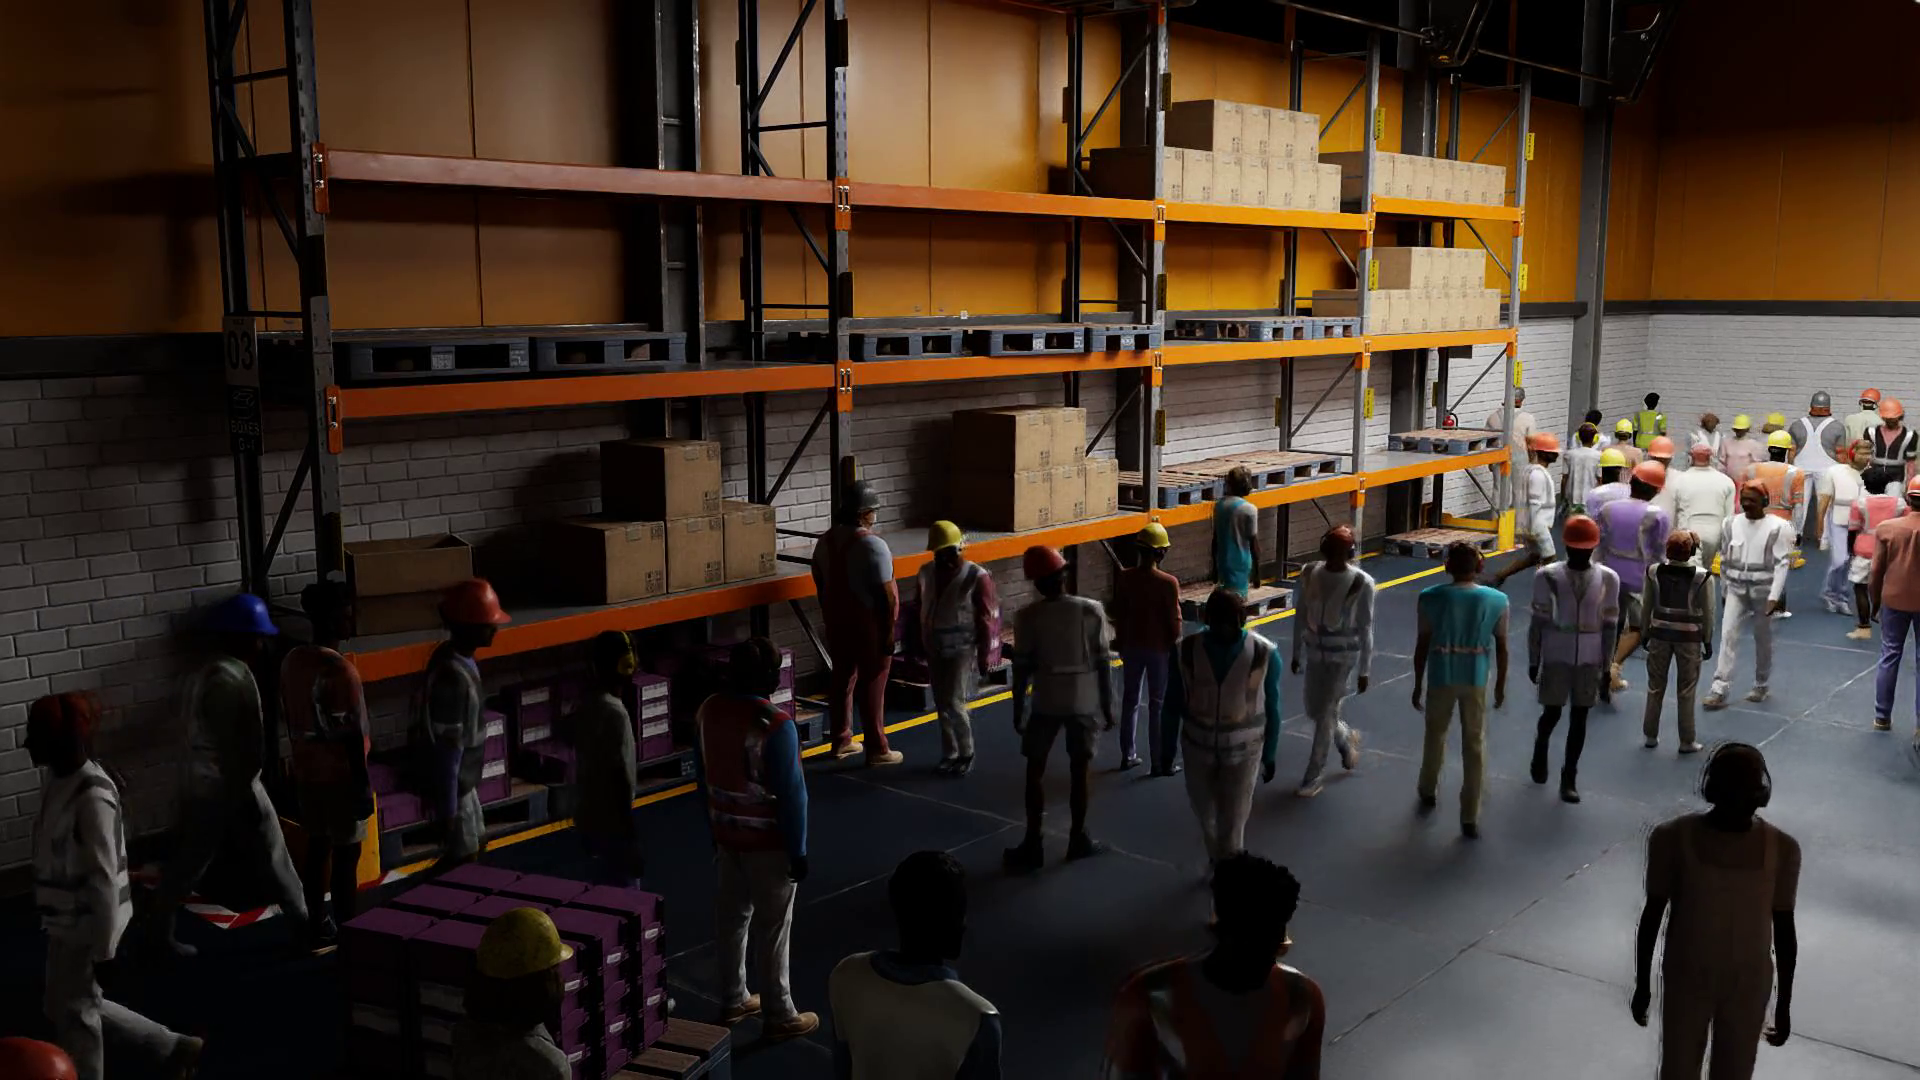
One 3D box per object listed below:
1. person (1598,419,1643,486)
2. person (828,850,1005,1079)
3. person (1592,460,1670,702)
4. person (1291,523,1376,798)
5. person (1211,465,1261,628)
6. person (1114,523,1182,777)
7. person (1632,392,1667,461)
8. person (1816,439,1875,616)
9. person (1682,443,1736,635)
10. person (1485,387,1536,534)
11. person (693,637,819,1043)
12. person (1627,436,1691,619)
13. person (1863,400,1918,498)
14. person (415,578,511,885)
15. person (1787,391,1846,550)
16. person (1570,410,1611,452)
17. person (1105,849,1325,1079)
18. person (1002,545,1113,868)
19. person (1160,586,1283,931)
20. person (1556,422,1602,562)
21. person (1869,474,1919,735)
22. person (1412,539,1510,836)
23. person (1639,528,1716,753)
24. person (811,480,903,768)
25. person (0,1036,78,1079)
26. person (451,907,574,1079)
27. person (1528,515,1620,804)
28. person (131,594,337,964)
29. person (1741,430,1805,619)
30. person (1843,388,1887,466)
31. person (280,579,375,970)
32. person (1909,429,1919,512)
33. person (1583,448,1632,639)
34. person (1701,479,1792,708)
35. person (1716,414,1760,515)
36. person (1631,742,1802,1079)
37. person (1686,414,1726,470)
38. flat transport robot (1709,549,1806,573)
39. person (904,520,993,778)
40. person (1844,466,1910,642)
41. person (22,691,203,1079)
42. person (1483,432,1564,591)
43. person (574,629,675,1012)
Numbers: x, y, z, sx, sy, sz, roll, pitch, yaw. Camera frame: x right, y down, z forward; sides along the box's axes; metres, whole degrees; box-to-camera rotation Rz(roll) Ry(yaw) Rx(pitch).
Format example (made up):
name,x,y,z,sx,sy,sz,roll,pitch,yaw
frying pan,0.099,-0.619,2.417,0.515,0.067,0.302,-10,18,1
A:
name,x,y,z,sx,sy,sz,roll,pitch,yaw
person,8.030,-0.585,20.221,0.533,1.772,0.298,7,12,40
person,-0.107,1.775,4.518,0.596,1.918,0.380,7,12,40
person,5.395,0.342,13.544,0.762,1.998,0.649,-6,11,-35
person,2.530,0.780,11.186,0.617,1.852,0.739,8,12,43
person,2.370,0.244,14.734,0.800,1.820,0.514,-5,10,-32
person,1.321,0.757,11.579,0.533,1.768,0.310,7,12,40
person,10.846,-1.472,26.178,0.540,1.696,0.315,7,12,40
person,9.091,-0.126,17.037,0.625,1.833,0.431,0,9,-2
person,7.238,-0.015,16.295,0.654,1.859,1.015,1,9,7
person,7.551,-1.107,22.716,0.688,2.000,0.539,7,12,40
person,-0.912,1.344,7.547,0.633,1.842,0.429,7,12,40
person,6.833,-0.061,16.331,0.596,1.945,1.069,4,10,23
person,11.489,-0.751,20.639,0.614,1.972,1.083,7,11,37
person,-2.495,1.173,8.114,0.657,2.012,0.641,-2,9,-14
person,11.017,-0.899,21.378,0.688,2.000,0.539,7,12,40
person,8.644,-0.947,22.845,0.538,1.681,0.571,5,10,28
person,0.689,1.771,4.531,0.646,1.936,0.510,-3,9,-17
person,0.566,0.982,9.744,0.673,1.898,0.513,0,9,2
person,1.427,1.124,9.095,0.636,1.809,0.907,3,9,18
person,6.993,-0.384,18.693,0.566,1.856,0.396,7,11,39
person,7.238,0.482,12.613,0.622,1.993,0.382,7,12,40
person,3.162,0.889,10.568,0.577,1.808,0.885,2,9,10
person,5.225,0.734,12.134,0.522,1.639,0.305,7,12,40
person,-0.683,0.582,11.825,0.688,2.000,0.539,7,12,40
person,-2.018,1.983,3.877,0.865,1.715,0.562,0,9,2
person,-1.187,1.852,4.589,0.492,1.743,0.296,7,12,40
person,4.048,0.773,11.006,0.543,1.917,0.499,2,9,11
person,-3.692,1.199,8.353,1.028,1.885,0.639,-2,9,-11
person,8.272,-0.156,16.945,0.594,1.926,0.367,7,12,40
person,12.275,-1.060,22.556,0.622,1.993,0.382,7,12,40
person,-3.134,1.161,8.329,0.613,1.964,0.361,7,12,40
person,13.319,-0.979,22.873,0.527,1.742,0.505,1,9,6
person,6.057,0.096,15.441,0.600,1.896,0.893,-4,10,-24
person,6.355,0.432,13.398,0.866,1.848,0.578,-9,12,-44
person,10.149,-0.782,21.624,0.666,1.735,0.546,-7,11,-37
person,2.688,1.596,5.950,0.538,1.834,0.480,2,9,10
person,10.442,-0.961,23.215,0.527,1.585,0.892,-1,9,-4
flat transport robot,9.417,0.238,19.731,1.431,0.197,0.652,-8,12,-42
person,-0.086,0.754,11.497,0.587,1.803,0.461,6,11,36
person,8.740,0.146,15.825,0.592,1.679,0.322,3,9,17
person,-3.382,1.491,6.507,0.622,1.869,0.592,-7,11,-37
person,5.911,-0.181,17.228,0.831,1.907,0.559,4,10,22
person,-1.673,1.336,7.605,0.630,1.835,0.595,-4,10,-25
